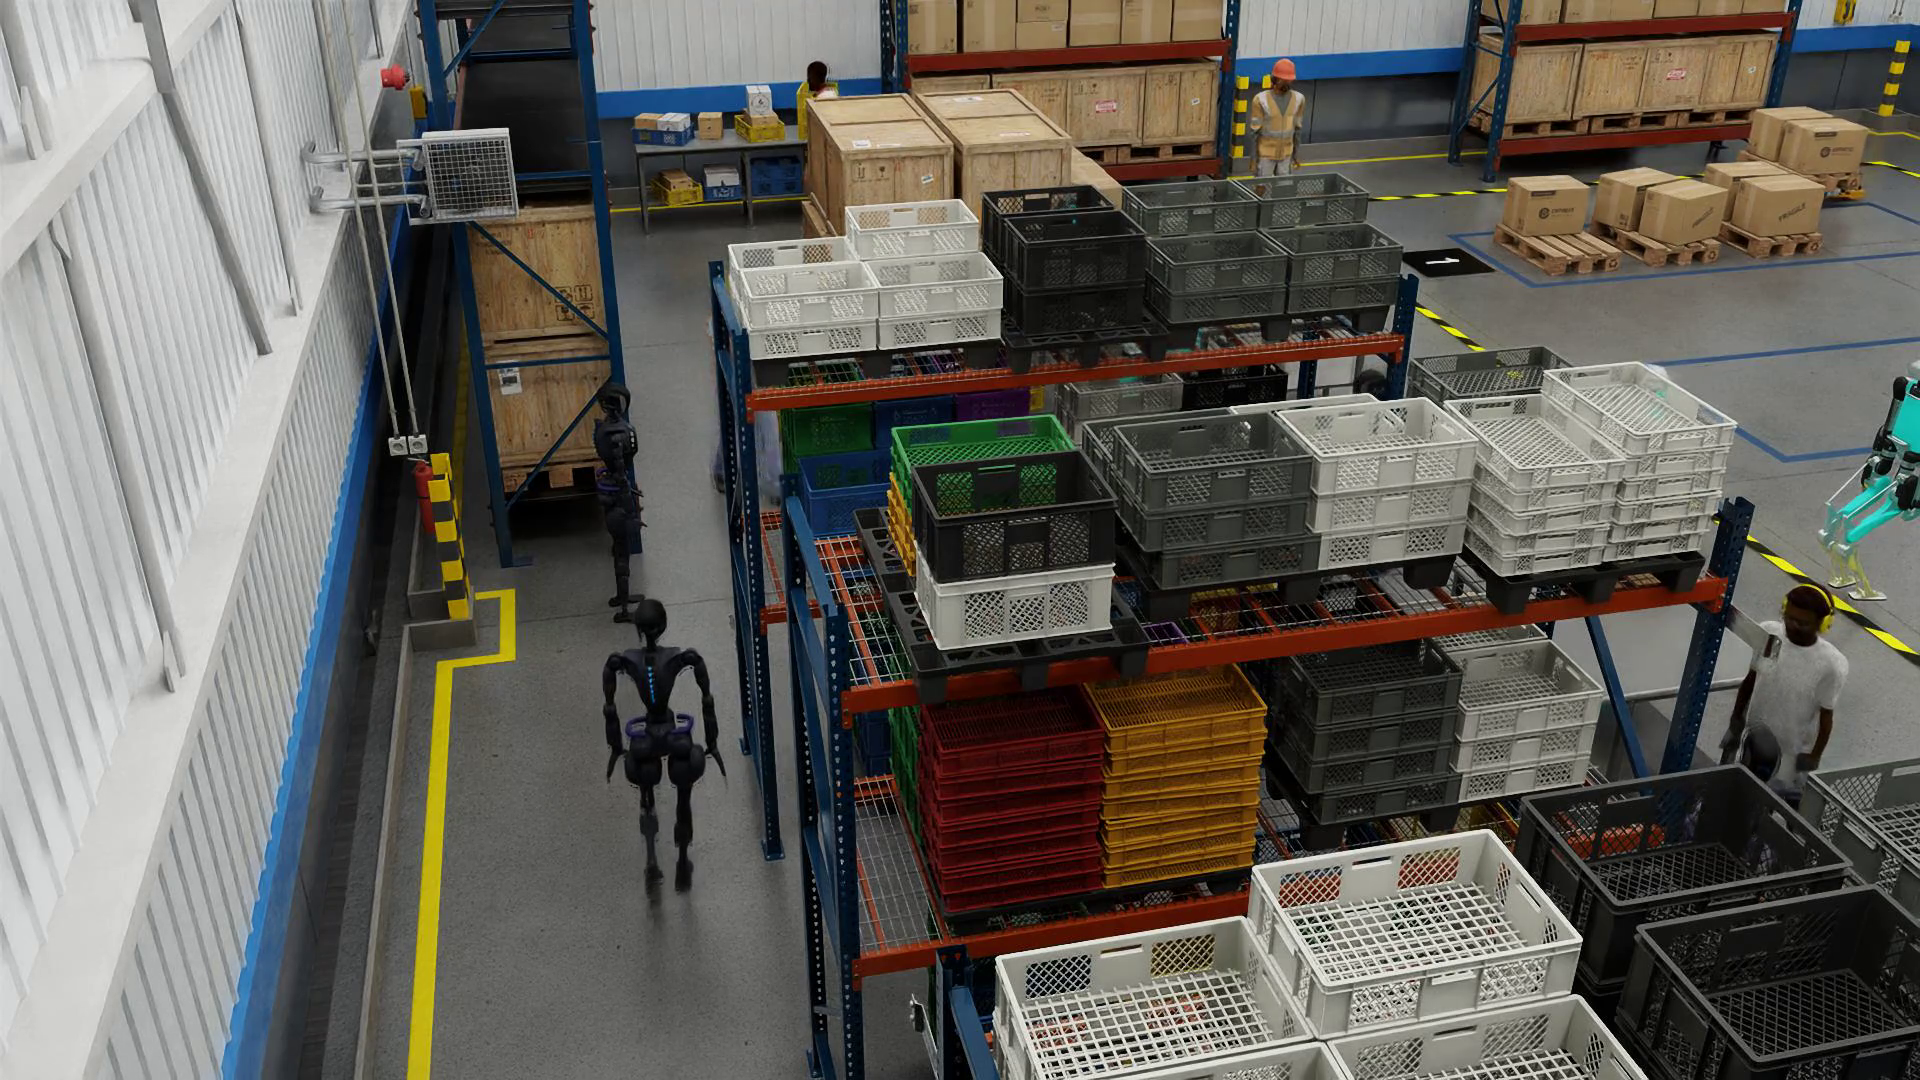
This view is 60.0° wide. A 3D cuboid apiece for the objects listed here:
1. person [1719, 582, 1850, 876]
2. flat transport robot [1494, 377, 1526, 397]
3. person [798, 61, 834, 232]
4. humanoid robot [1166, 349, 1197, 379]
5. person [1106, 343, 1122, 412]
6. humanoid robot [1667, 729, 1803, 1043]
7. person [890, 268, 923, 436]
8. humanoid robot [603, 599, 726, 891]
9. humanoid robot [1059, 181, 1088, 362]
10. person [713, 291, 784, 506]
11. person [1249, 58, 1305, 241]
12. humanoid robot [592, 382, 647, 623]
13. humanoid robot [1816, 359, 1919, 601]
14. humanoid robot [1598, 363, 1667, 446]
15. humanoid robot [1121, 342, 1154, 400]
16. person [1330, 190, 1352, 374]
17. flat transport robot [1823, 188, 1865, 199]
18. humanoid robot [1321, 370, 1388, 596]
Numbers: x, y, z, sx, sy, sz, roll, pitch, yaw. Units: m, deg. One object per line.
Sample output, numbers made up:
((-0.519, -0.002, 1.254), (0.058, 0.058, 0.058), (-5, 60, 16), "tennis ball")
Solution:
((4.120, 1.025, 8.402), (0.338, 1.859, 0.500), (-15, 31, -27), "person")
((4.780, -1.036, 14.013), (0.659, 0.231, 1.431), (-6, 28, -12), "flat transport robot")
((-1.608, -4.411, 18.666), (0.594, 1.903, 0.616), (-1, 28, -2), "person")
((1.779, -1.058, 12.465), (0.977, 1.730, 0.560), (3, 28, 6), "humanoid robot")
((1.309, -1.351, 12.943), (0.450, 1.830, 0.505), (-1, 28, -2), "person")
((3.526, 1.532, 7.691), (0.589, 1.611, 0.837), (5, 28, 9), "humanoid robot")
((-0.386, -1.244, 12.687), (0.330, 1.874, 0.505), (-6, 28, -12), "person")
((-1.520, 1.061, 8.524), (0.616, 1.635, 0.363), (-3, 28, -5), "humanoid robot")
((0.740, -2.244, 14.764), (0.937, 1.793, 0.557), (-12, 30, -22), "humanoid robot")
((-1.585, -1.093, 12.575), (0.919, 1.701, 0.539), (17, 32, 29), "person")
((3.443, -4.219, 18.150), (0.605, 2.046, 0.366), (-6, 28, -12), "person")
((-2.245, -0.266, 11.023), (0.315, 1.657, 0.599), (-6, 28, -12), "humanoid robot")
((6.068, -0.383, 11.051), (0.735, 1.681, 0.533), (-6, 28, -12), "humanoid robot")
((4.416, -0.199, 10.879), (0.536, 1.795, 0.808), (3, 28, 7), "humanoid robot")
((0.981, -0.607, 11.688), (0.820, 1.799, 0.557), (-7, 29, -12), "humanoid robot")
((3.288, -2.180, 14.541), (0.553, 1.805, 0.669), (9, 29, 17), "person")
((10.132, -4.281, 20.138), (1.431, 0.197, 0.652), (-6, 28, -12), "flat transport robot")
((2.696, -0.406, 11.354), (0.810, 1.617, 0.615), (-8, 29, -16), "humanoid robot")
